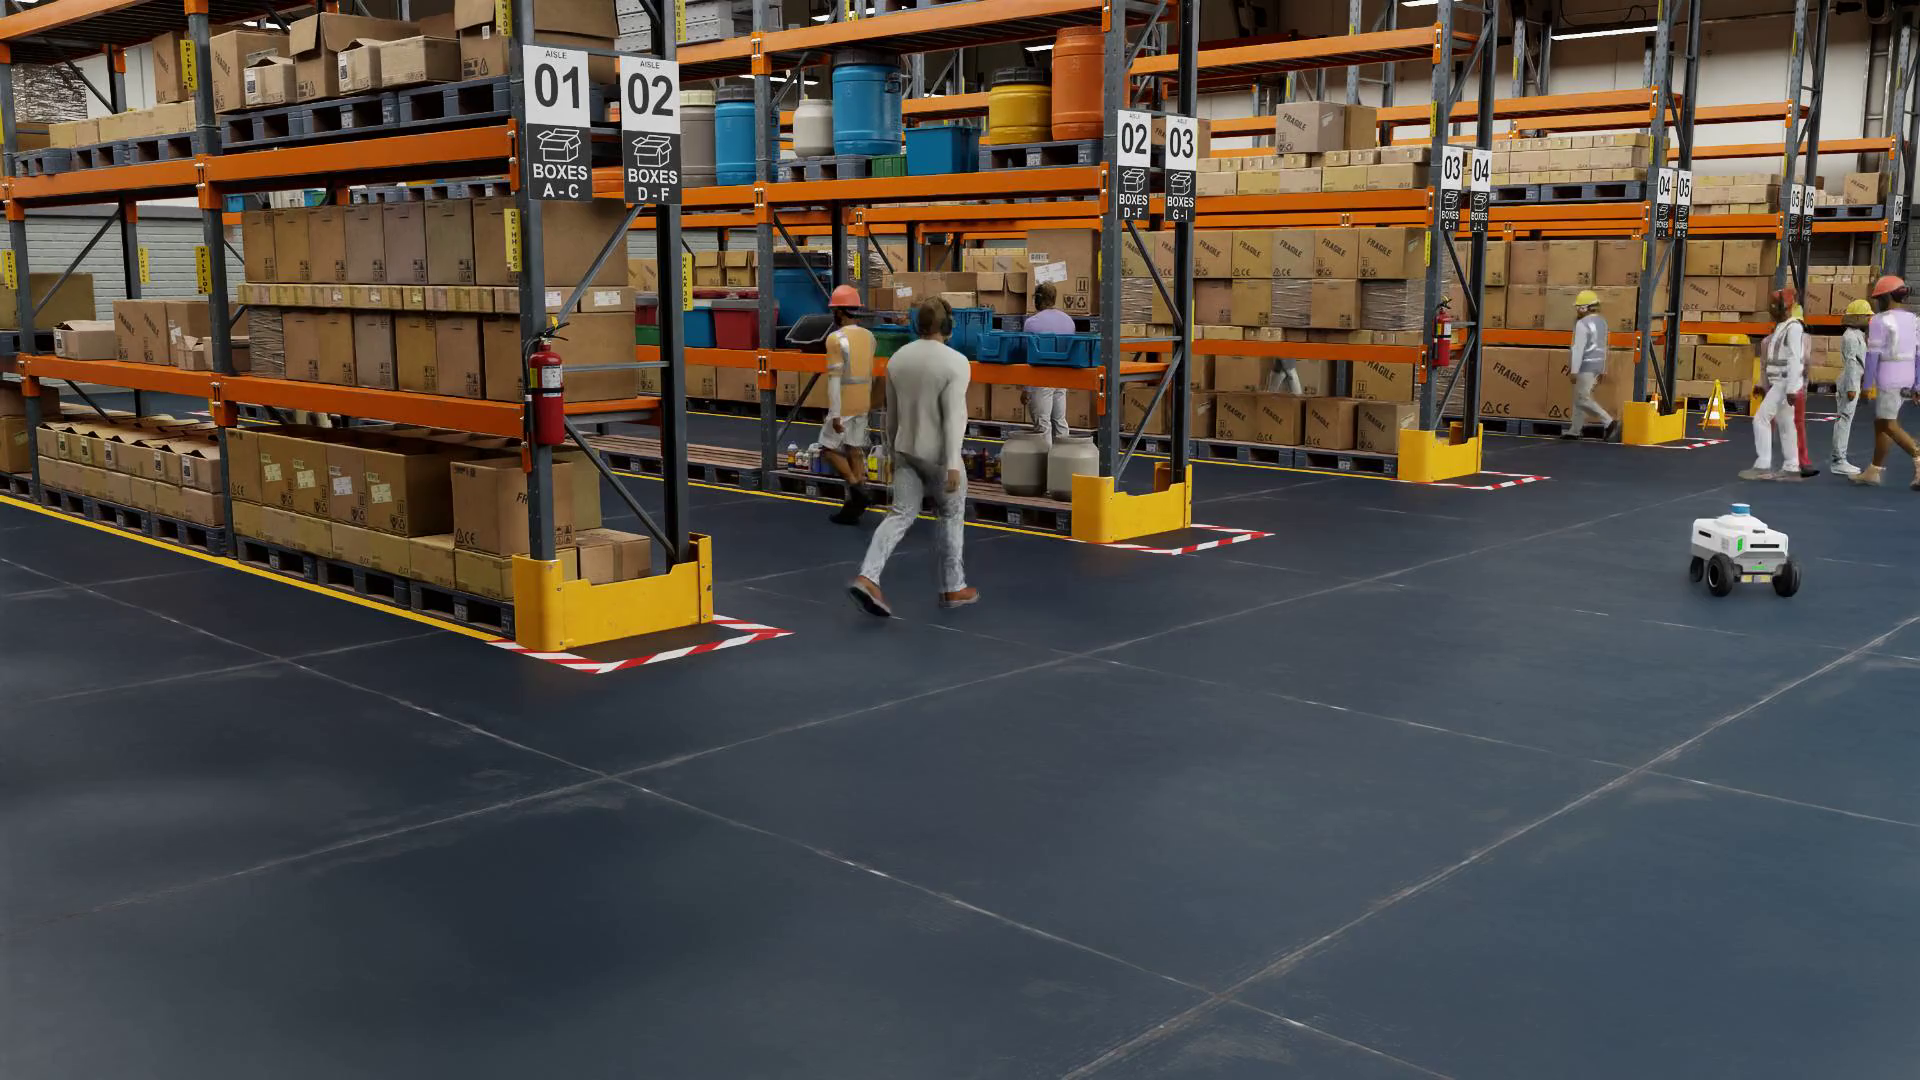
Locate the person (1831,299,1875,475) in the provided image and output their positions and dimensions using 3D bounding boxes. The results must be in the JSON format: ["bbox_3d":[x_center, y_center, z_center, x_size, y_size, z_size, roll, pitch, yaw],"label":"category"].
[{"bbox_3d":[8.989,-1.542,16.745,0.294,1.744,0.487,5,11,29],"label":"person"}]

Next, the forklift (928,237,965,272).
[{"bbox_3d":[-0.326,-5.817,39.609,1.129,2.768,1.873,9,13,43],"label":"forklift"}]

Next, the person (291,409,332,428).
[{"bbox_3d":[-6.269,-1.373,16.124,0.784,1.595,0.517,7,12,38],"label":"person"}]

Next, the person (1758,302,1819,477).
[{"bbox_3d":[8.113,-1.461,16.292,0.527,1.725,0.839,0,9,0],"label":"person"}]

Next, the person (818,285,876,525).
[{"bbox_3d":[-0.871,-1.072,13.315,0.474,1.922,0.552,8,12,40],"label":"person"}]

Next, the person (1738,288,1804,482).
[{"bbox_3d":[7.877,-1.501,16.152,0.706,1.860,0.567,4,10,22],"label":"person"}]

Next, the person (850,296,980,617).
[{"bbox_3d":[-0.265,-0.494,9.888,0.638,1.903,0.979,8,12,39],"label":"person"}]

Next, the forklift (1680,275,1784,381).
[{"bbox_3d":[12.480,-3.427,27.053,1.214,2.155,2.313,9,13,43],"label":"forklift"}]

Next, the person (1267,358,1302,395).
[{"bbox_3d":[4.017,-2.089,20.622,0.474,1.576,0.936,-7,12,-37],"label":"person"}]

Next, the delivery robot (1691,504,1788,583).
[{"bbox_3d":[5.014,0.010,10.708,0.477,0.478,0.707,0,9,0],"label":"delivery robot"}]

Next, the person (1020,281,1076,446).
[{"bbox_3d":[0.808,-1.443,15.537,0.627,1.941,0.370,-9,13,-44],"label":"person"}]

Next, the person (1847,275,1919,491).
[{"bbox_3d":[8.790,-1.460,15.496,0.638,2.005,0.920,-5,10,-26],"label":"person"}]

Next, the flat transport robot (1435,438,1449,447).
[{"bbox_3d":[4.828,-1.032,18.254,1.431,0.197,0.652,9,13,44],"label":"flat transport robot"}]

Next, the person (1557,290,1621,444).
[{"bbox_3d":[7.404,-2.016,19.461,0.719,1.808,0.605,9,13,43],"label":"person"}]

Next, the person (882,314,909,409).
[{"bbox_3d":[-0.595,-1.475,16.742,0.519,1.611,0.762,-9,13,-43],"label":"person"}]
